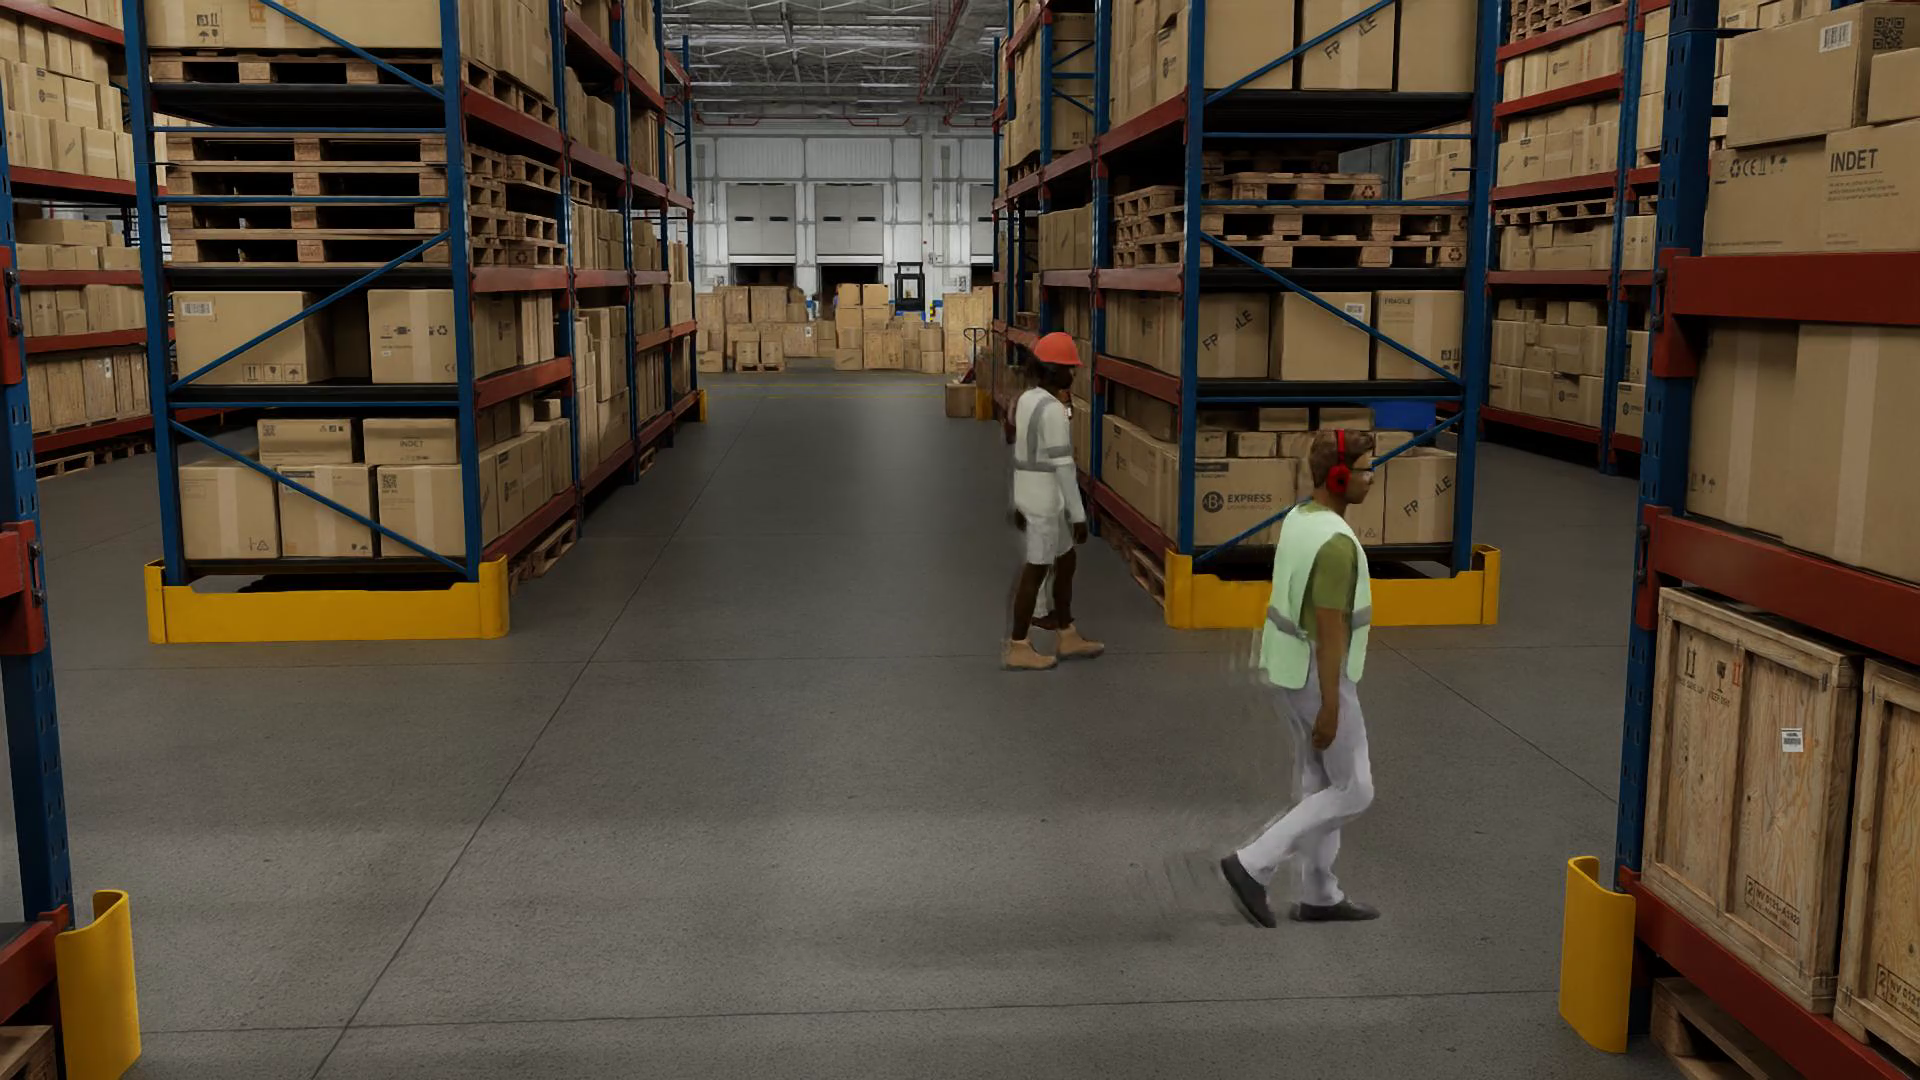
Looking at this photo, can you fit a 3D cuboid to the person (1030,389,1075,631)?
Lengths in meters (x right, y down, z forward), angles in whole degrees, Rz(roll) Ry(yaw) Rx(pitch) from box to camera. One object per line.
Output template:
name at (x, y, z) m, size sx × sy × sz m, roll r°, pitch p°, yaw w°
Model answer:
person at (0.620, -0.222, 11.123) m, size 0.279 × 1.634 × 0.498 m, roll 3°, pitch 10°, yaw 19°

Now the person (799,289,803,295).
person at (-5.709, -8.053, 59.517) m, size 0.651 × 1.884 × 1.012 m, roll 4°, pitch 10°, yaw 25°

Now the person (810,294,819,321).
person at (-5.644, -8.631, 63.967) m, size 0.565 × 1.618 × 0.518 m, roll 3°, pitch 9°, yaw 16°

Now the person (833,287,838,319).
person at (-4.564, -8.621, 62.940) m, size 0.542 × 1.930 × 0.374 m, roll 2°, pitch 9°, yaw 10°

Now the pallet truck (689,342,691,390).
pallet truck at (-5.225, -3.008, 27.480) m, size 1.885 × 1.965 × 0.823 m, roll 2°, pitch 9°, yaw 14°

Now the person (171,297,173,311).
person at (-29.536, -8.627, 62.818) m, size 0.415 × 1.985 × 0.610 m, roll 1°, pitch 9°, yaw 4°

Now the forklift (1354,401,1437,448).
forklift at (5.351, -2.612, 22.232) m, size 1.873 × 2.768 × 1.129 m, roll -1°, pitch 9°, yaw -4°

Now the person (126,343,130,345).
person at (-26.627, -6.948, 53.037) m, size 0.484 × 1.723 × 0.509 m, roll 7°, pitch 11°, yaw 37°

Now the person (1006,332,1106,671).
person at (0.627, -0.213, 9.863) m, size 0.814 × 2.015 × 0.652 m, roll -2°, pitch 9°, yaw -12°

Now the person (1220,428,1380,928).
person at (1.252, 0.511, 5.923) m, size 0.525 × 1.831 × 0.565 m, roll -1°, pitch 9°, yaw -3°

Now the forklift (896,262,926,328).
forklift at (-1.780, -8.547, 59.499) m, size 1.129 × 2.768 × 1.873 m, roll -1°, pitch 9°, yaw -4°
